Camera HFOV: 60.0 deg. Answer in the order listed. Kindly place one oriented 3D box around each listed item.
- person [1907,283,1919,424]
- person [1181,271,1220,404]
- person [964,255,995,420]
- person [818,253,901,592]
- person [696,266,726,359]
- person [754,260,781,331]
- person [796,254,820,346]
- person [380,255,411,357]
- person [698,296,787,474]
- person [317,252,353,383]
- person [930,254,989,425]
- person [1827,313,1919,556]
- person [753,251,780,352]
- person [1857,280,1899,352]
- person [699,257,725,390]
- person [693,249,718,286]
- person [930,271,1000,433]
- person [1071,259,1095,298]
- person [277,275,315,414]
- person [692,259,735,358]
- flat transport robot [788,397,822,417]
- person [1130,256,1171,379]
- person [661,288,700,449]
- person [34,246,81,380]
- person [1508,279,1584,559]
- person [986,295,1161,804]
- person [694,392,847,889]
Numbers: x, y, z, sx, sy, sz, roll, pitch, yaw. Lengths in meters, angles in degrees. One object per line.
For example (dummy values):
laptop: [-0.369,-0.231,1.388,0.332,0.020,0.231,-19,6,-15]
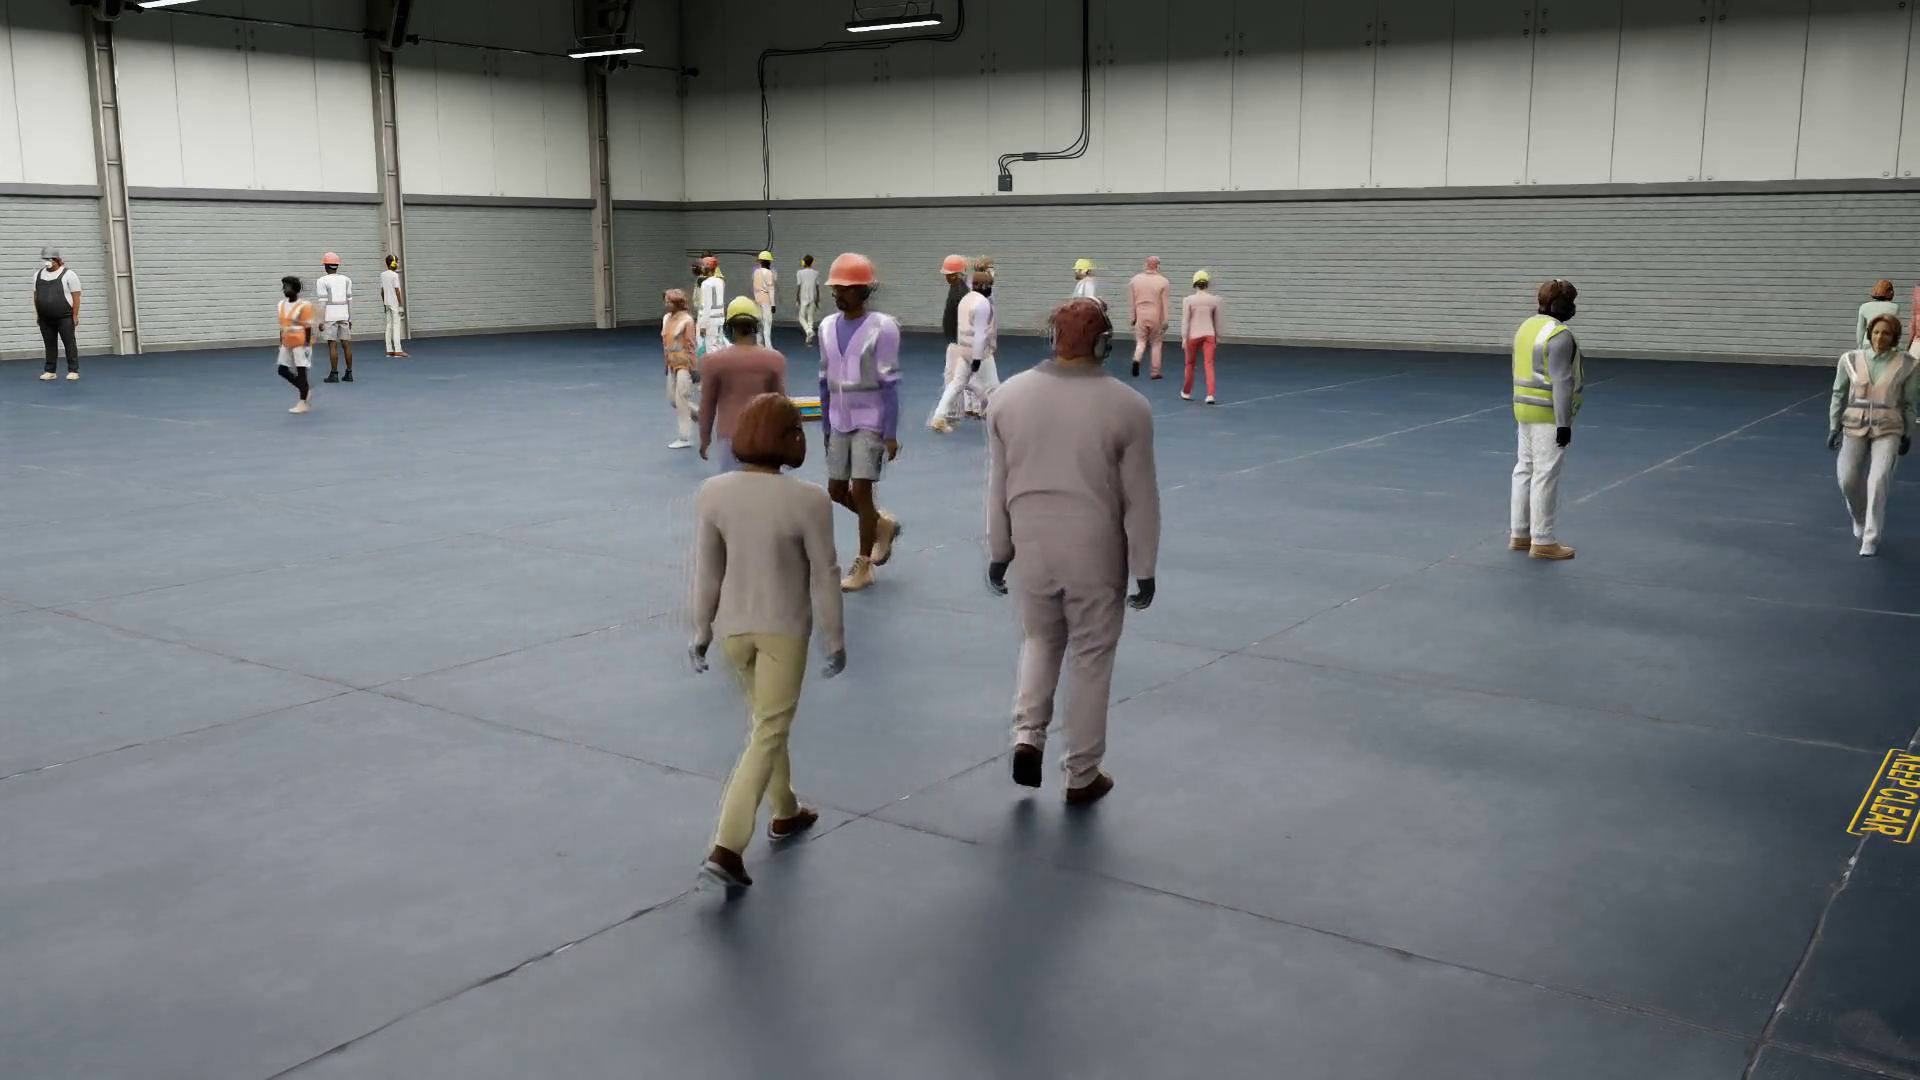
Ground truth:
person: [11.170,-2.311,19.113,0.531,1.973,0.642,-4,11,-19]
person: [3.150,-2.651,21.750,0.549,1.715,0.924,-1,10,-8]
person: [0.226,-2.382,19.620,0.353,1.936,0.633,-3,11,-18]
person: [-0.570,-0.719,10.089,0.615,2.028,0.655,7,12,36]
person: [-3.845,-3.291,25.281,0.819,1.742,0.540,-3,11,-18]
person: [-4.503,-5.749,38.885,0.590,1.787,0.988,4,11,21]
person: [-3.083,-4.850,33.684,0.545,1.852,0.446,-5,11,-27]
person: [-10.392,-4.289,30.510,0.515,1.865,0.329,7,12,35]
person: [-1.331,-0.620,10.273,0.542,1.743,0.436,-4,11,-20]
person: [-9.358,-3.323,24.892,0.360,1.938,0.545,8,13,37]
person: [0.041,-2.270,18.950,0.693,1.952,0.632,-2,10,-8]
person: [6.163,-0.725,11.224,0.518,1.618,0.583,8,13,38]
person: [-3.688,-4.505,31.533,0.360,1.929,0.587,-8,13,-39]
person: [11.151,-2.336,20.210,0.278,1.634,0.498,-6,12,-32]
person: [-3.516,-3.051,23.526,0.356,1.883,0.573,3,10,15]
person: [-5.921,-5.827,38.916,0.635,1.937,0.354,2,10,12]
person: [0.143,-2.043,18.196,1.033,1.789,0.631,-5,11,-26]
person: [1.994,-3.664,27.113,0.419,1.822,0.614,-2,10,-10]
person: [-8.092,-2.380,20.288,0.551,1.685,0.393,5,11,26]
person: [-4.512,-4.185,30.120,0.796,1.804,0.664,-1,10,-5]
flat transport robot: [-1.806,-1.578,19.787,1.431,0.197,0.652,-6,12,-29]
person: [2.891,-3.377,25.330,0.660,1.886,0.546,5,11,27]
person: [-2.777,-1.756,16.971,0.515,1.620,0.545,-8,13,-40]
person: [-13.769,-3.451,25.317,0.681,2.000,0.536,0,10,1]
person: [3.905,-0.806,11.061,0.429,1.841,0.634,-1,10,-7]
person: [0.426,0.047,6.146,0.670,1.890,0.436,5,11,26]
person: [-0.659,0.313,5.491,0.515,1.599,0.827,5,11,25]
